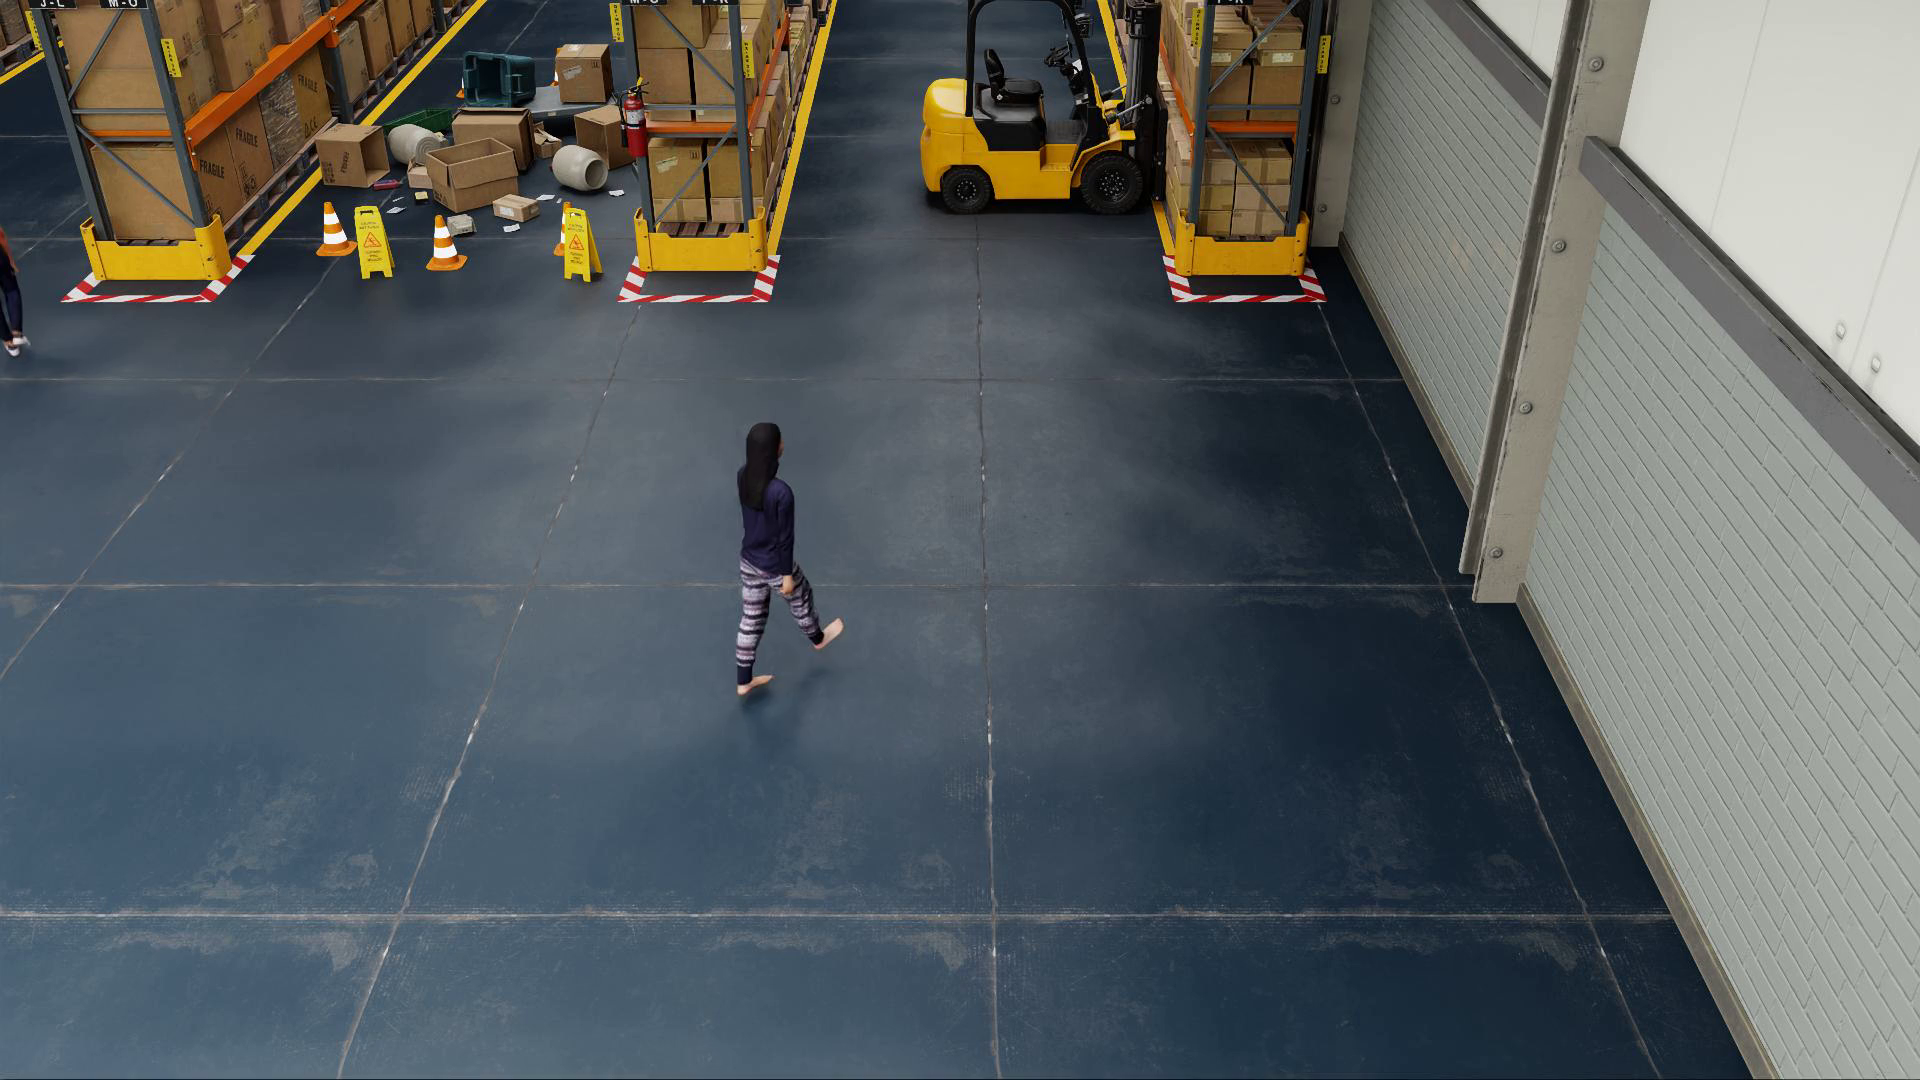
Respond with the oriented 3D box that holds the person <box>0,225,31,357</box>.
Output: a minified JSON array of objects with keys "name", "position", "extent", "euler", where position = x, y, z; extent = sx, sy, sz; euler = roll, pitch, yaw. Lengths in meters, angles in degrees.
[{"name":"person","position":[-7.847,-2.211,13.391],"extent":[0.719,1.621,0.758],"euler":[-15,35,-23]}]

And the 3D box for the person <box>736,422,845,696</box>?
[{"name":"person","position":[-1.164,0.148,9.589],"extent":[1.043,1.687,1.138],"euler":[25,40,34]}]
